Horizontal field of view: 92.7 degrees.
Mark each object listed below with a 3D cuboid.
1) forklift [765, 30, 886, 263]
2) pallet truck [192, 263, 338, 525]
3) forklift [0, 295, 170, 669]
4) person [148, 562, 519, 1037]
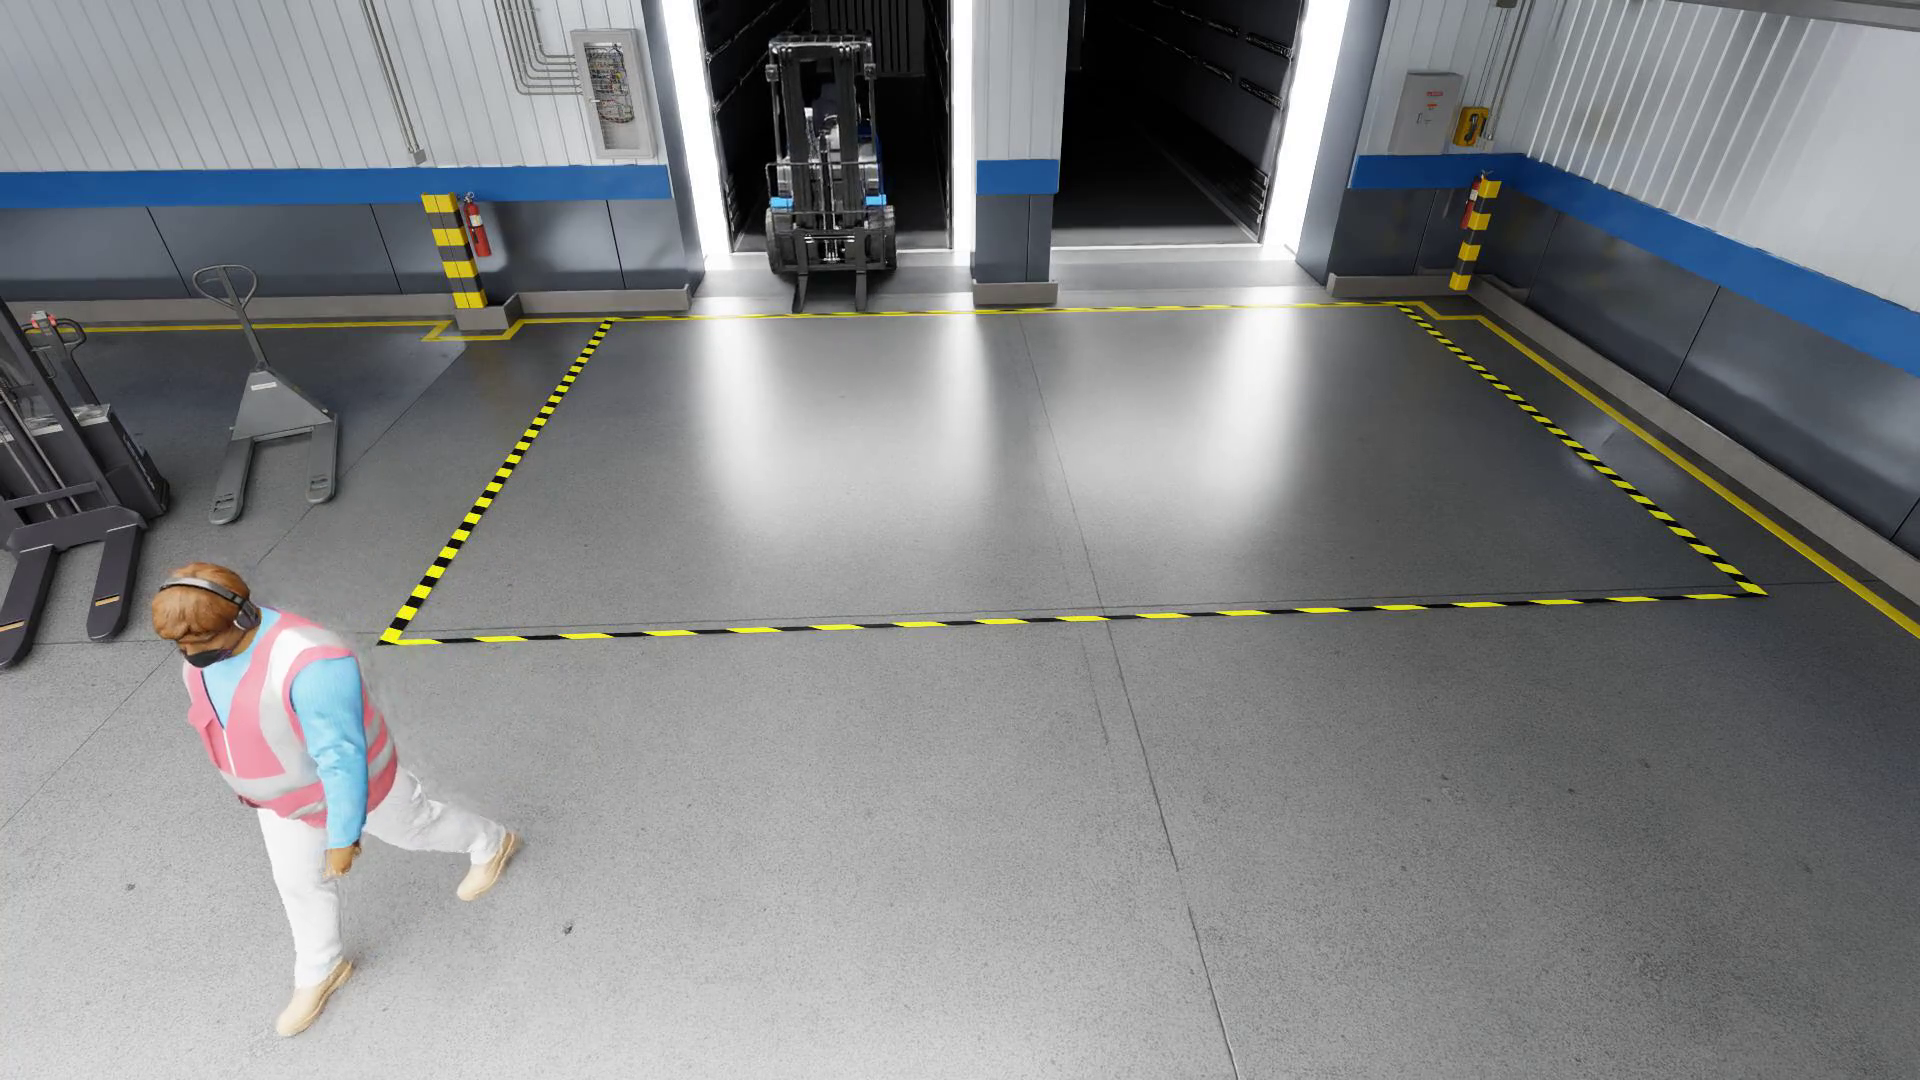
[{"bbox_3d":[-1.400,-4.295,9.815,1.157,2.036,2.680,-3,35,-4],"label":"forklift"},{"bbox_3d":[-4.778,-1.027,6.128,0.680,1.201,1.601,-17,38,-23],"label":"pallet truck"},{"bbox_3d":[-5.212,-0.618,4.878,0.823,1.965,1.885,-20,39,-26],"label":"forklift"},{"bbox_3d":[-2.095,0.796,3.032,0.615,1.786,0.920,9,36,13],"label":"person"}]
